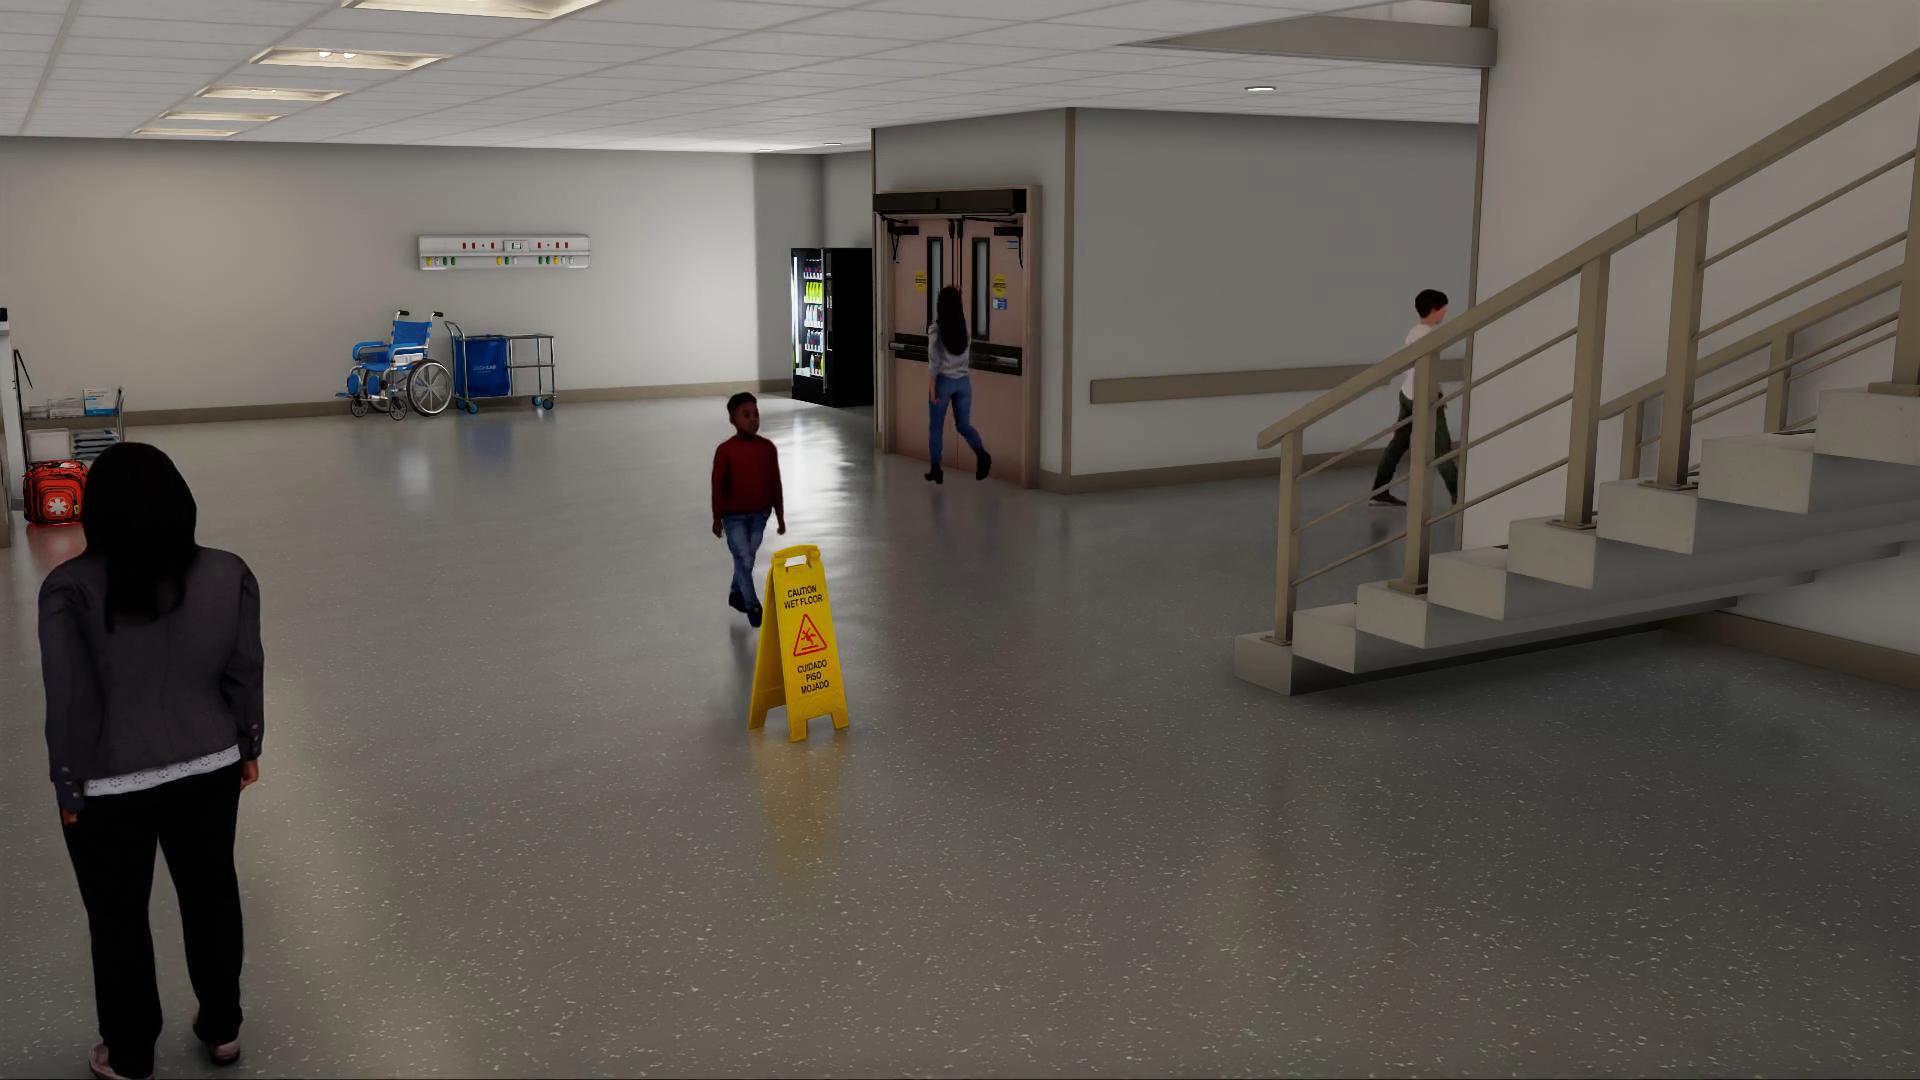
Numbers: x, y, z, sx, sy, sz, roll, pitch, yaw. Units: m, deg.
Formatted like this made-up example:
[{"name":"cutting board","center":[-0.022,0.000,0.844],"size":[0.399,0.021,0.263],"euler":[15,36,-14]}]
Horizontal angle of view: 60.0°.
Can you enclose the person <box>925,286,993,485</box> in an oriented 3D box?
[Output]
[{"name":"person","center":[-0.007,-1.209,13.369],"size":[0.637,1.604,1.002],"euler":[-8,13,-35]}]

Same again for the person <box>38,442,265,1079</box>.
[{"name":"person","center":[-1.985,0.554,4.092],"size":[0.750,1.599,0.745],"euler":[10,15,42]}]

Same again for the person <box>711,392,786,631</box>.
[{"name":"person","center":[-1.160,-0.147,8.800],"size":[0.530,1.220,0.876],"euler":[-7,13,-32]}]

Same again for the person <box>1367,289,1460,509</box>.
[{"name":"person","center":[3.310,-1.002,12.264],"size":[0.960,1.610,1.103],"euler":[-1,11,-3]}]
